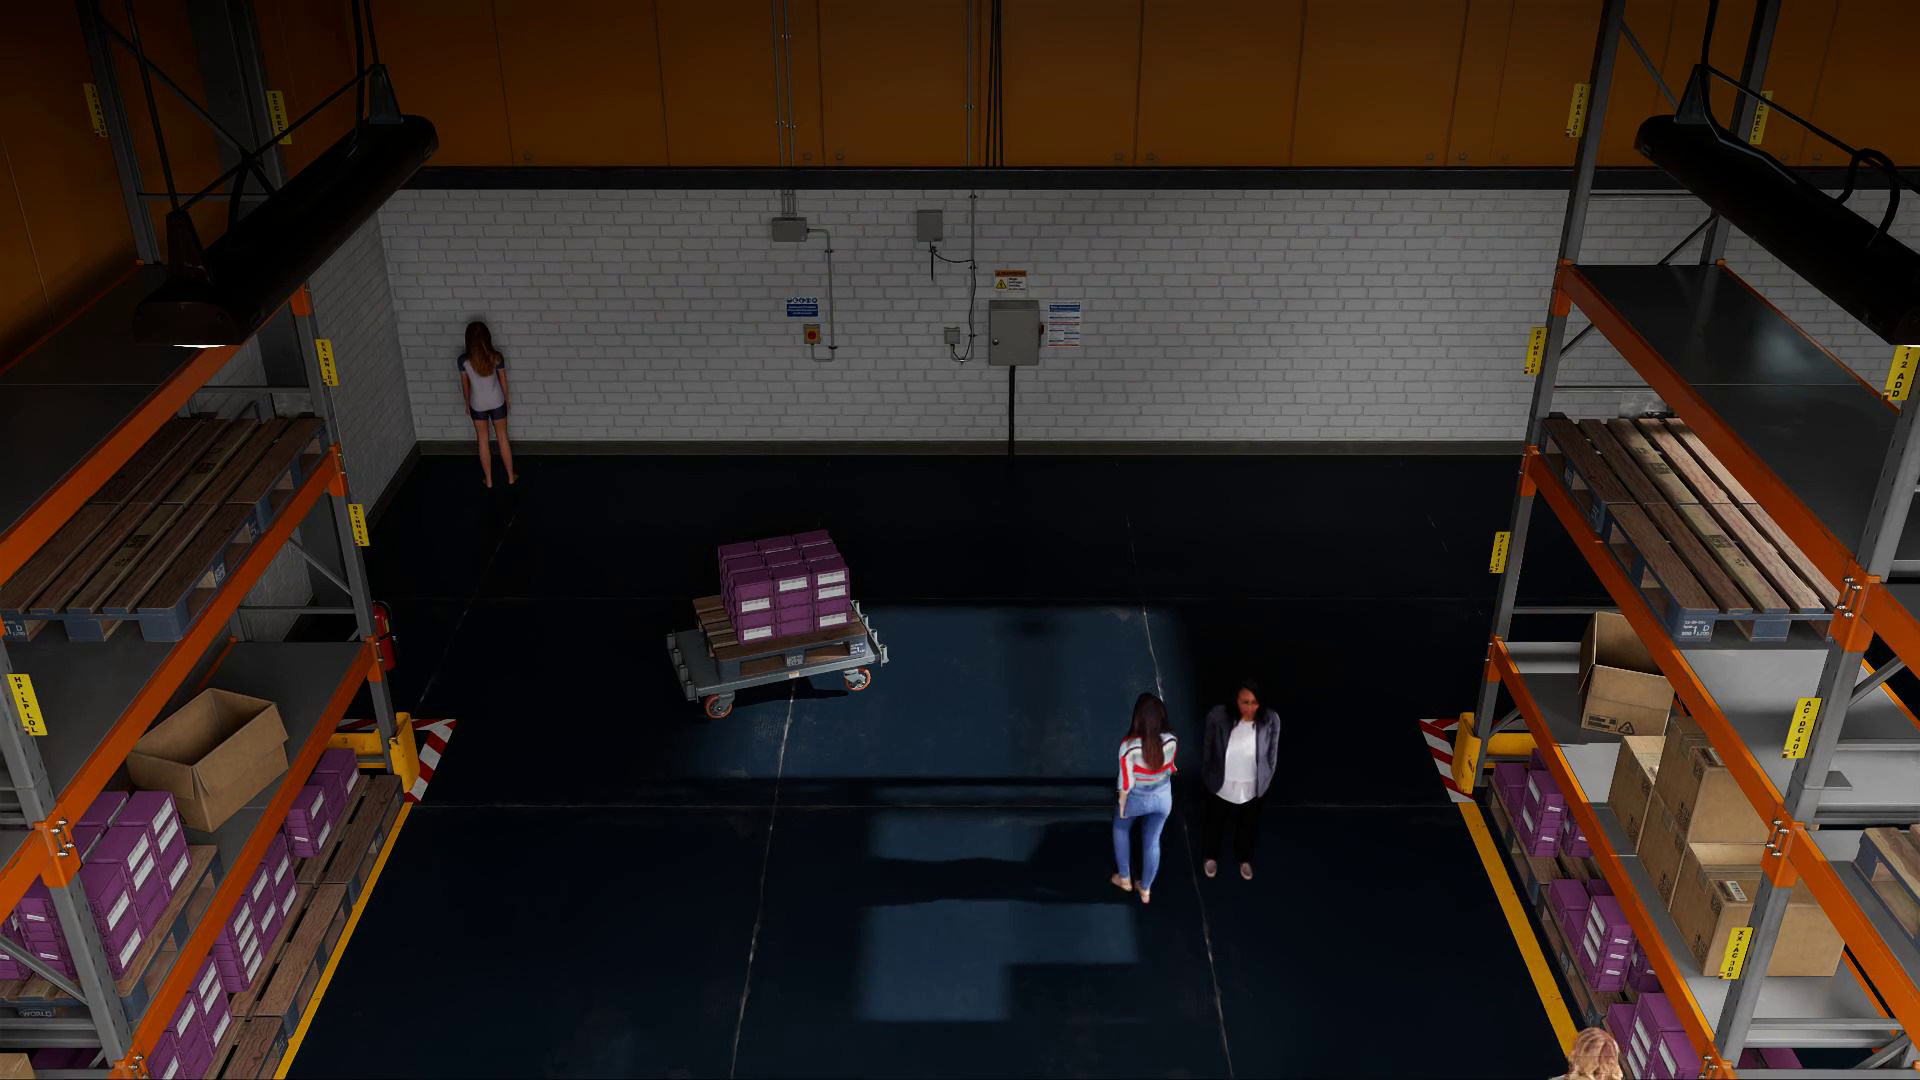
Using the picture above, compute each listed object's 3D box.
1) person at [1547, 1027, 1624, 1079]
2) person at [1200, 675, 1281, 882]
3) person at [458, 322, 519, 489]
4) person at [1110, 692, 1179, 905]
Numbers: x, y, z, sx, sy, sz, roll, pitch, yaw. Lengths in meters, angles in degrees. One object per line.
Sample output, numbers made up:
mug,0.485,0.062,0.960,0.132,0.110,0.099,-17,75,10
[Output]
person,3.039,3.164,8.270,0.634,1.698,1.080,-1,29,-2
person,1.874,1.608,11.234,0.678,1.592,0.664,2,29,4
person,-4.686,-1.343,16.496,0.655,1.733,0.640,-9,30,-15
person,1.257,1.748,10.966,0.650,1.603,0.621,-6,29,-11
